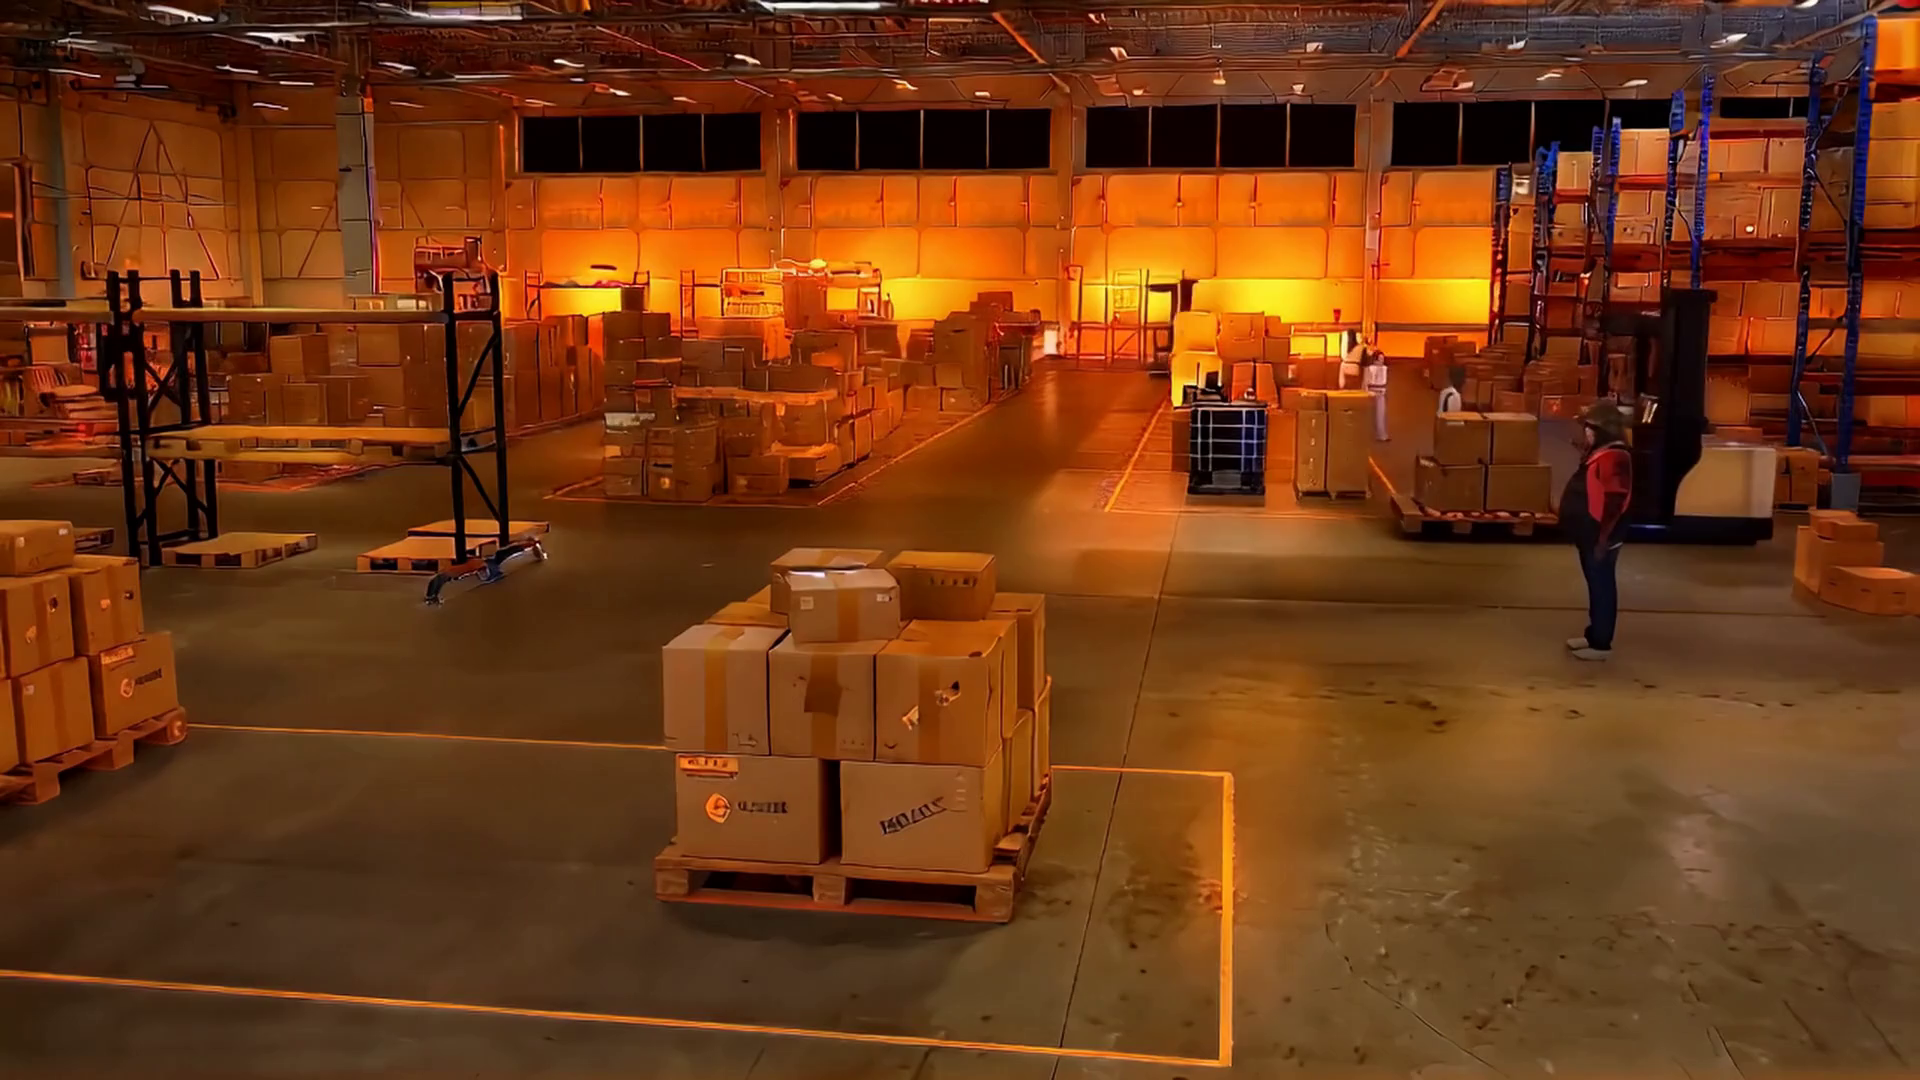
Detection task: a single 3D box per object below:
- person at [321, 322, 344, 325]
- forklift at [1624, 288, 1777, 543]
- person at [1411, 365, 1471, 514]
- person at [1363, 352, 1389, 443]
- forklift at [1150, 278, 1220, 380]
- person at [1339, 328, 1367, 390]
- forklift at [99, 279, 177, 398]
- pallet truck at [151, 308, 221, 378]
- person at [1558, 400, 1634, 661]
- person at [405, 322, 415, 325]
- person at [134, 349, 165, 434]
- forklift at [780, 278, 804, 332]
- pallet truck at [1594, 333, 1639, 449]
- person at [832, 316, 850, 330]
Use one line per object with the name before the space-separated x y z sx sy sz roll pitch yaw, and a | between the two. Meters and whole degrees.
person | -18.042 -5.678 47.871 0.666 1.922 0.449 -4 10 -21
forklift | 8.123 -1.431 18.738 1.873 2.768 1.129 1 9 9
person | 6.054 -1.244 20.709 0.656 1.865 0.583 0 9 -1
person | 7.365 -2.538 29.533 0.508 1.593 0.897 -1 9 -9
forklift | 6.207 -5.806 45.723 1.873 2.768 1.129 1 9 9
person | 7.718 -3.206 32.686 0.385 1.911 0.592 -9 13 -42
forklift | -19.603 -4.721 39.030 1.873 2.768 1.129 1 9 9
pallet truck | -21.869 -5.598 47.154 0.823 1.965 1.885 4 10 26
person | 4.963 -0.085 13.020 0.538 2.000 0.690 3 10 17
person | -13.511 -4.545 40.927 0.576 1.904 0.860 7 12 39
person | -14.874 -2.715 30.563 0.516 1.612 0.734 -2 9 -13
forklift | -4.257 -5.269 42.409 1.873 2.768 1.129 1 9 9
pallet truck | 11.253 -2.573 28.499 0.823 1.965 1.885 5 10 27
person | -2.854 -4.420 40.071 0.630 1.938 0.366 4 10 22
